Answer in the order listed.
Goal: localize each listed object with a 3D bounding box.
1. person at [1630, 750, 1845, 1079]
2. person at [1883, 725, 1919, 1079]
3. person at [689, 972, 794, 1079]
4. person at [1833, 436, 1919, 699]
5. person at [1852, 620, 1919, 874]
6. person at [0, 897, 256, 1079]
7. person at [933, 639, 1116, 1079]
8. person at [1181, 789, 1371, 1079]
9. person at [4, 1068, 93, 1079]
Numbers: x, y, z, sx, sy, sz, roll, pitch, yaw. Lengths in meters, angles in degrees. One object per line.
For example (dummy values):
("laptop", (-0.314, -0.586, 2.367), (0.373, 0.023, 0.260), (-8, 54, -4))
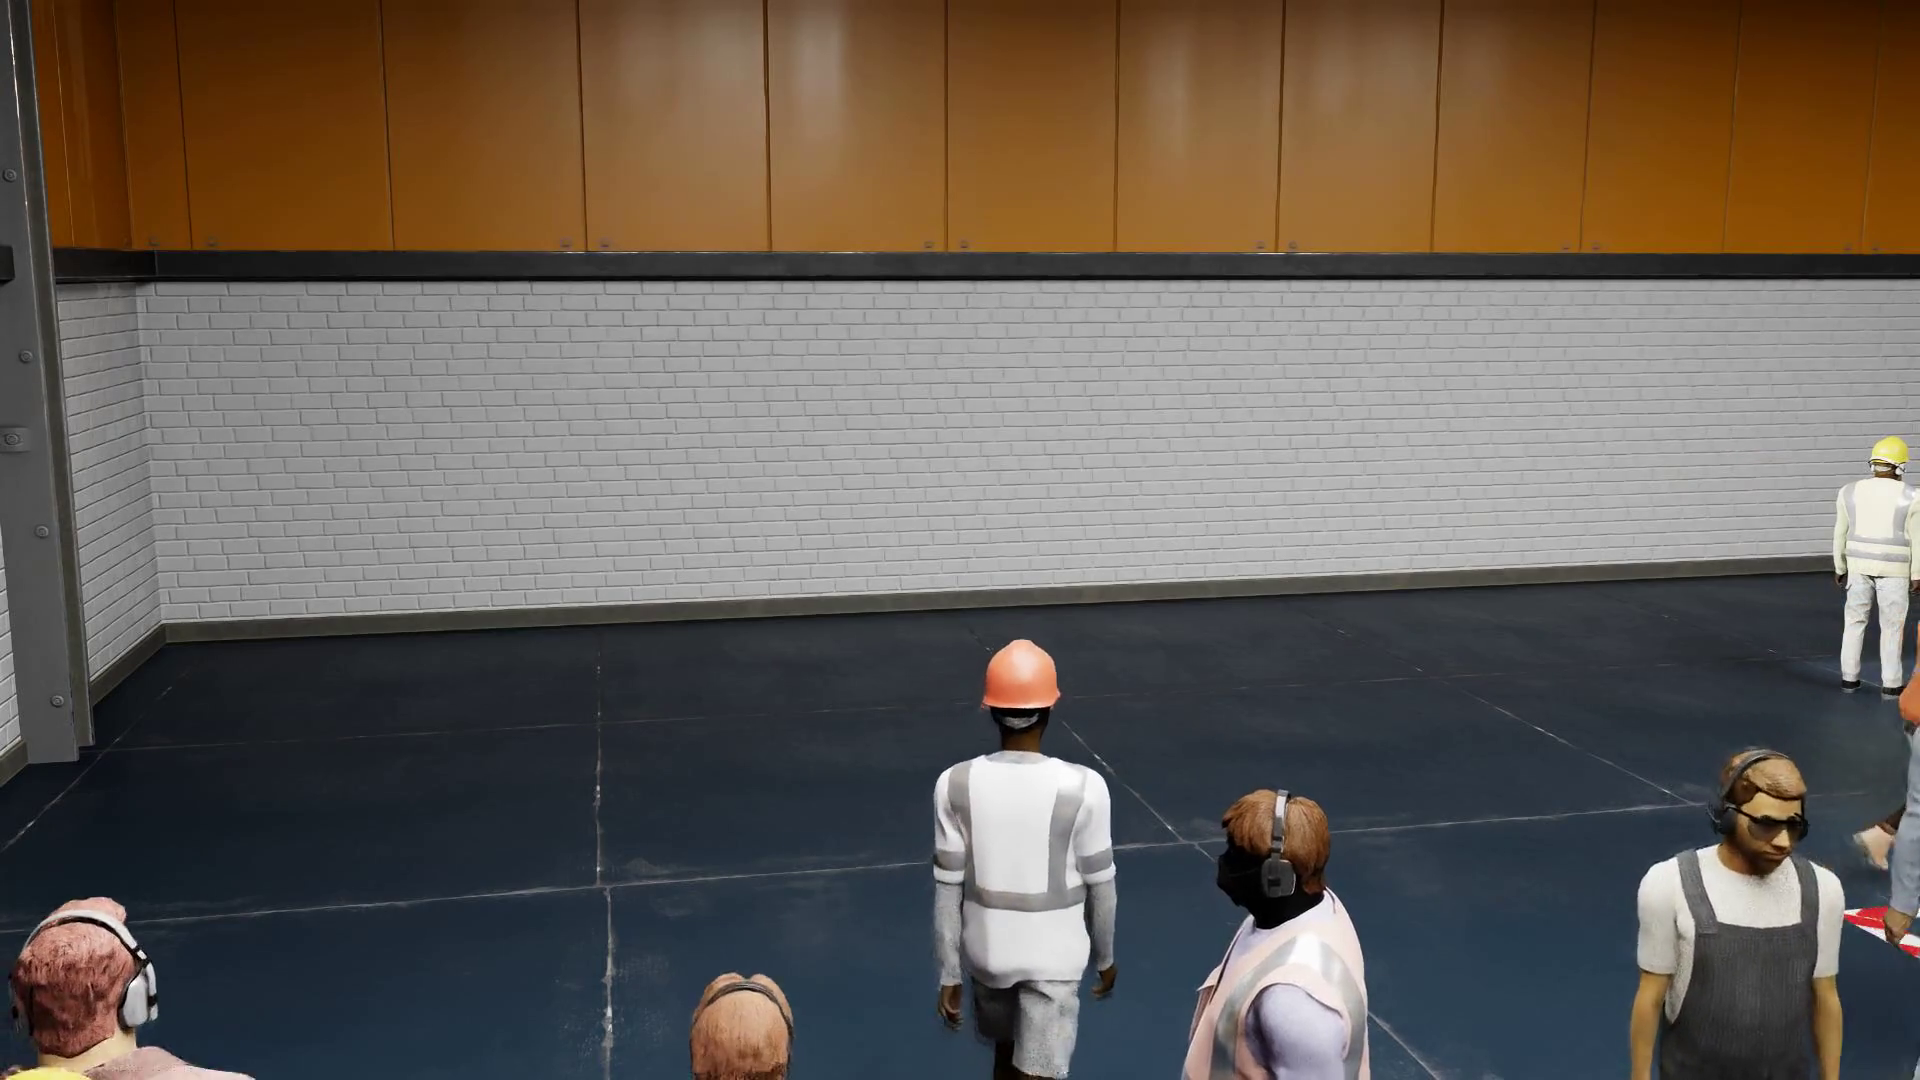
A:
("person", (1.986, 1.405, 4.286), (0.529, 1.823, 0.751), (0, 9, 2))
("person", (3.343, 1.181, 5.350), (0.648, 1.915, 0.488), (-2, 9, -11))
("person", (-0.439, 1.651, 3.400), (0.541, 1.615, 0.649), (-2, 9, -9))
("person", (6.437, 0.191, 11.639), (0.404, 1.835, 0.588), (-8, 13, -42))
("person", (4.681, 0.869, 8.024), (0.568, 1.670, 0.540), (0, 9, 2))
("person", (-1.507, 1.579, 2.992), (0.660, 1.892, 0.619), (-1, 9, -8))
("person", (0.179, 1.252, 5.019), (0.540, 1.900, 0.998), (3, 10, 19))
("person", (0.720, 1.468, 3.834), (0.430, 1.844, 0.624), (2, 9, 10))
("person", (-1.181, 1.672, 2.402), (0.476, 1.897, 0.613), (8, 12, 39))
